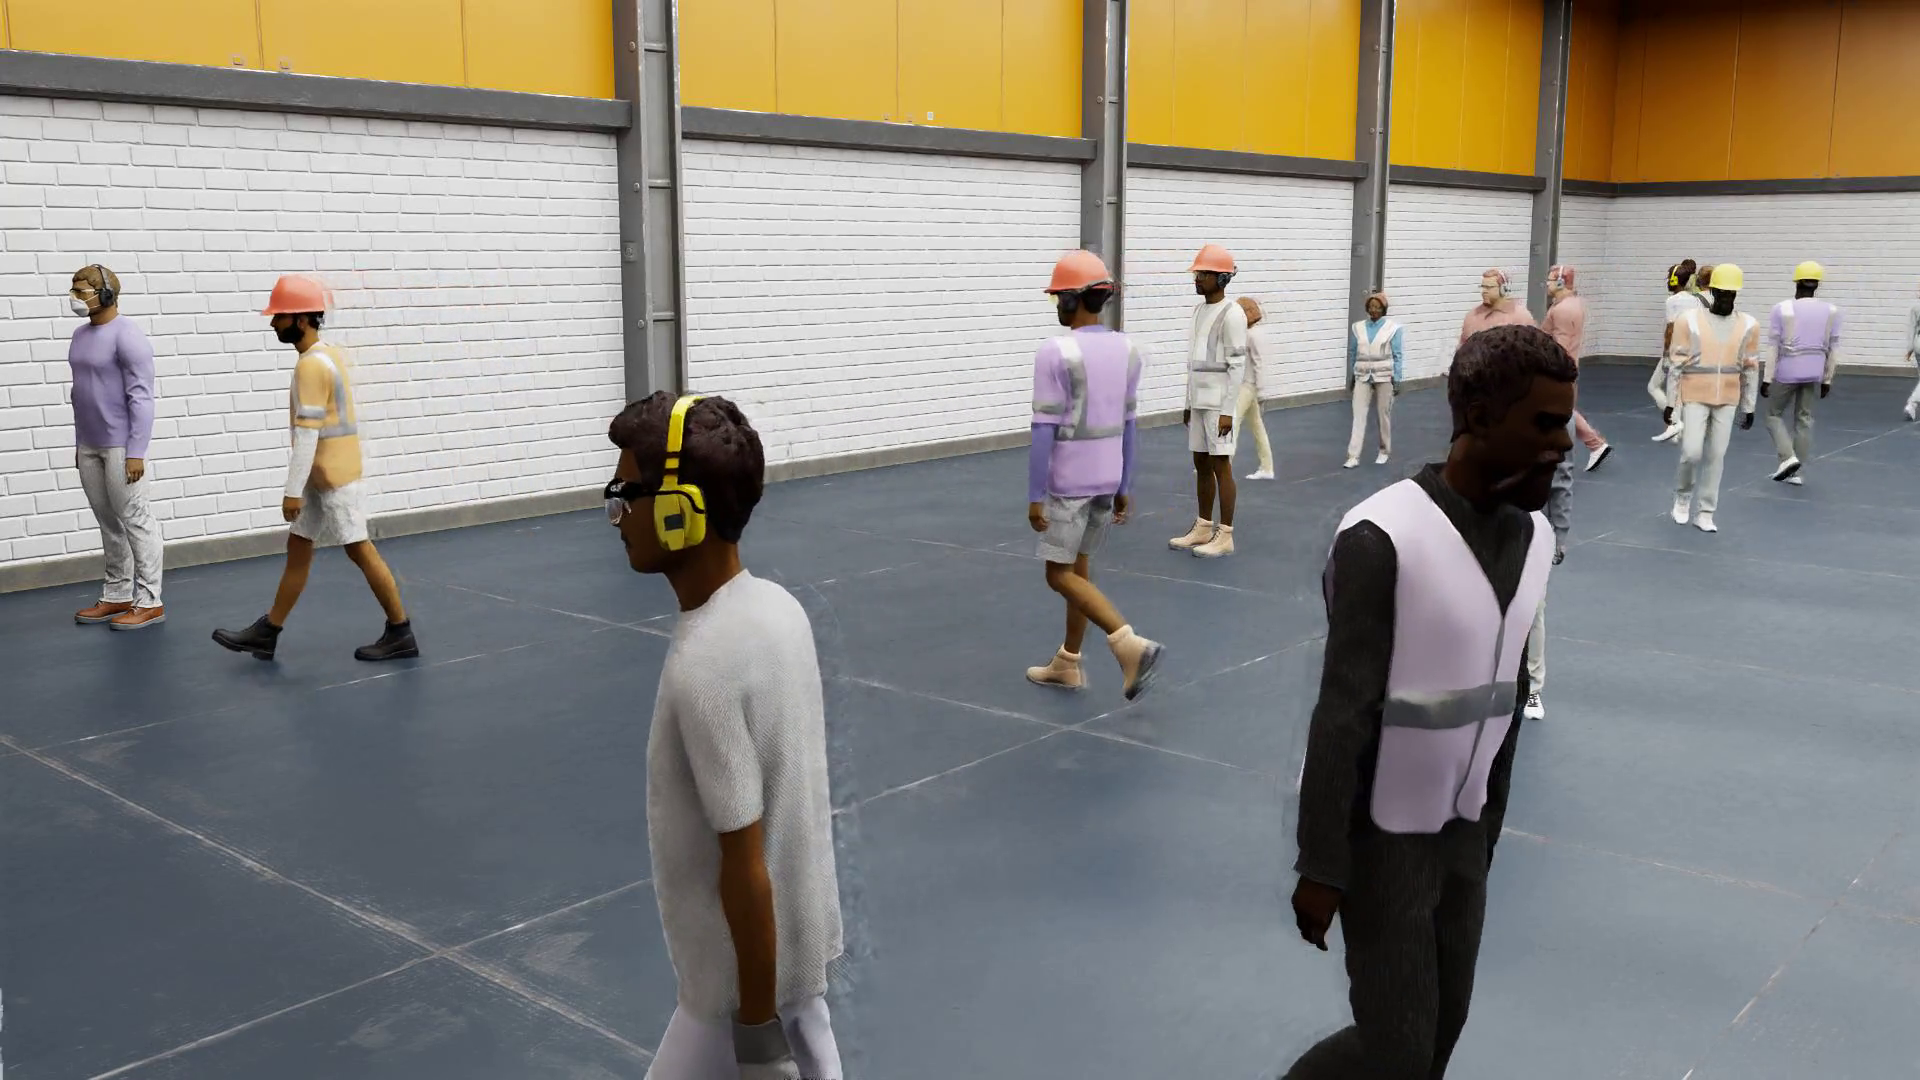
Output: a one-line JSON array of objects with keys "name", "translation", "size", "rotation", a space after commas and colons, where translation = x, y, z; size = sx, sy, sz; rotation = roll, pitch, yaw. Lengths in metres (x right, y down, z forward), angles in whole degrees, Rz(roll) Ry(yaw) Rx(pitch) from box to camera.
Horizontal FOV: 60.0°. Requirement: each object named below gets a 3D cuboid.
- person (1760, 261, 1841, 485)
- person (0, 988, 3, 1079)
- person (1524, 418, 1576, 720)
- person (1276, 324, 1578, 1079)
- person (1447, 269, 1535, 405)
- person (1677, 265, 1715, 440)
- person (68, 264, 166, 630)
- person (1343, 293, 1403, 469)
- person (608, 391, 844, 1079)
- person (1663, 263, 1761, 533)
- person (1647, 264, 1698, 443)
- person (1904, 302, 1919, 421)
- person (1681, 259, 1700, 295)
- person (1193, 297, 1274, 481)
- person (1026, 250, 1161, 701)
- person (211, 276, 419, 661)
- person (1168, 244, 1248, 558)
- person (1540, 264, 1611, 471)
[{"name": "person", "translation": [7.145, -1.415, 14.201], "size": [0.614, 1.911, 0.419], "rotation": [0, 10, 1]}, {"name": "person", "translation": [-2.203, 0.575, 3.227], "size": [0.822, 1.796, 0.608], "rotation": [3, 10, 16]}, {"name": "person", "translation": [2.368, -0.034, 7.169], "size": [0.498, 1.626, 0.289], "rotation": [4, 11, 24]}, {"name": "person", "translation": [0.840, 0.535, 3.168], "size": [0.623, 1.889, 0.540], "rotation": [-9, 13, -41]}, {"name": "person", "translation": [4.331, -1.274, 13.581], "size": [1.004, 1.861, 0.662], "rotation": [-6, 12, -31]}, {"name": "person", "translation": [7.780, -1.948, 17.436], "size": [0.506, 1.843, 0.348], "rotation": [0, 10, 0]}, {"name": "person", "translation": [-4.526, -0.493, 8.878], "size": [0.631, 1.940, 0.372], "rotation": [6, 12, 33]}, {"name": "person", "translation": [3.834, -1.476, 15.409], "size": [0.537, 1.608, 0.708], "rotation": [6, 12, 33]}, {"name": "person", "translation": [-0.308, 0.672, 2.621], "size": [0.989, 1.818, 0.538], "rotation": [2, 10, 9]}, {"name": "person", "translation": [5.363, -1.005, 11.854], "size": [0.624, 1.912, 0.406], "rotation": [1, 10, 6]}, {"name": "person", "translation": [7.392, -1.924, 17.263], "size": [0.529, 1.848, 0.389], "rotation": [-6, 12, -30]}, {"name": "person", "translation": [11.387, -2.261, 19.570], "size": [0.850, 1.708, 0.487], "rotation": [-6, 12, -31]}, {"name": "person", "translation": [11.930, -3.687, 27.342], "size": [0.627, 1.843, 0.429], "rotation": [-7, 12, -33]}, {"name": "person", "translation": [2.392, -1.303, 14.463], "size": [0.811, 1.600, 0.507], "rotation": [0, 10, -2]}, {"name": "person", "translation": [0.589, -0.263, 7.347], "size": [0.617, 2.021, 0.781], "rotation": [-9, 13, -42]}, {"name": "person", "translation": [-3.140, -0.317, 8.029], "size": [0.991, 1.879, 0.565], "rotation": [-3, 10, -18]}, {"name": "person", "translation": [1.641, -0.910, 10.945], "size": [0.368, 2.048, 0.607], "rotation": [-4, 11, -20]}, {"name": "person", "translation": [5.423, -1.533, 14.975], "size": [0.852, 1.881, 0.662], "rotation": [5, 11, 28]}]
